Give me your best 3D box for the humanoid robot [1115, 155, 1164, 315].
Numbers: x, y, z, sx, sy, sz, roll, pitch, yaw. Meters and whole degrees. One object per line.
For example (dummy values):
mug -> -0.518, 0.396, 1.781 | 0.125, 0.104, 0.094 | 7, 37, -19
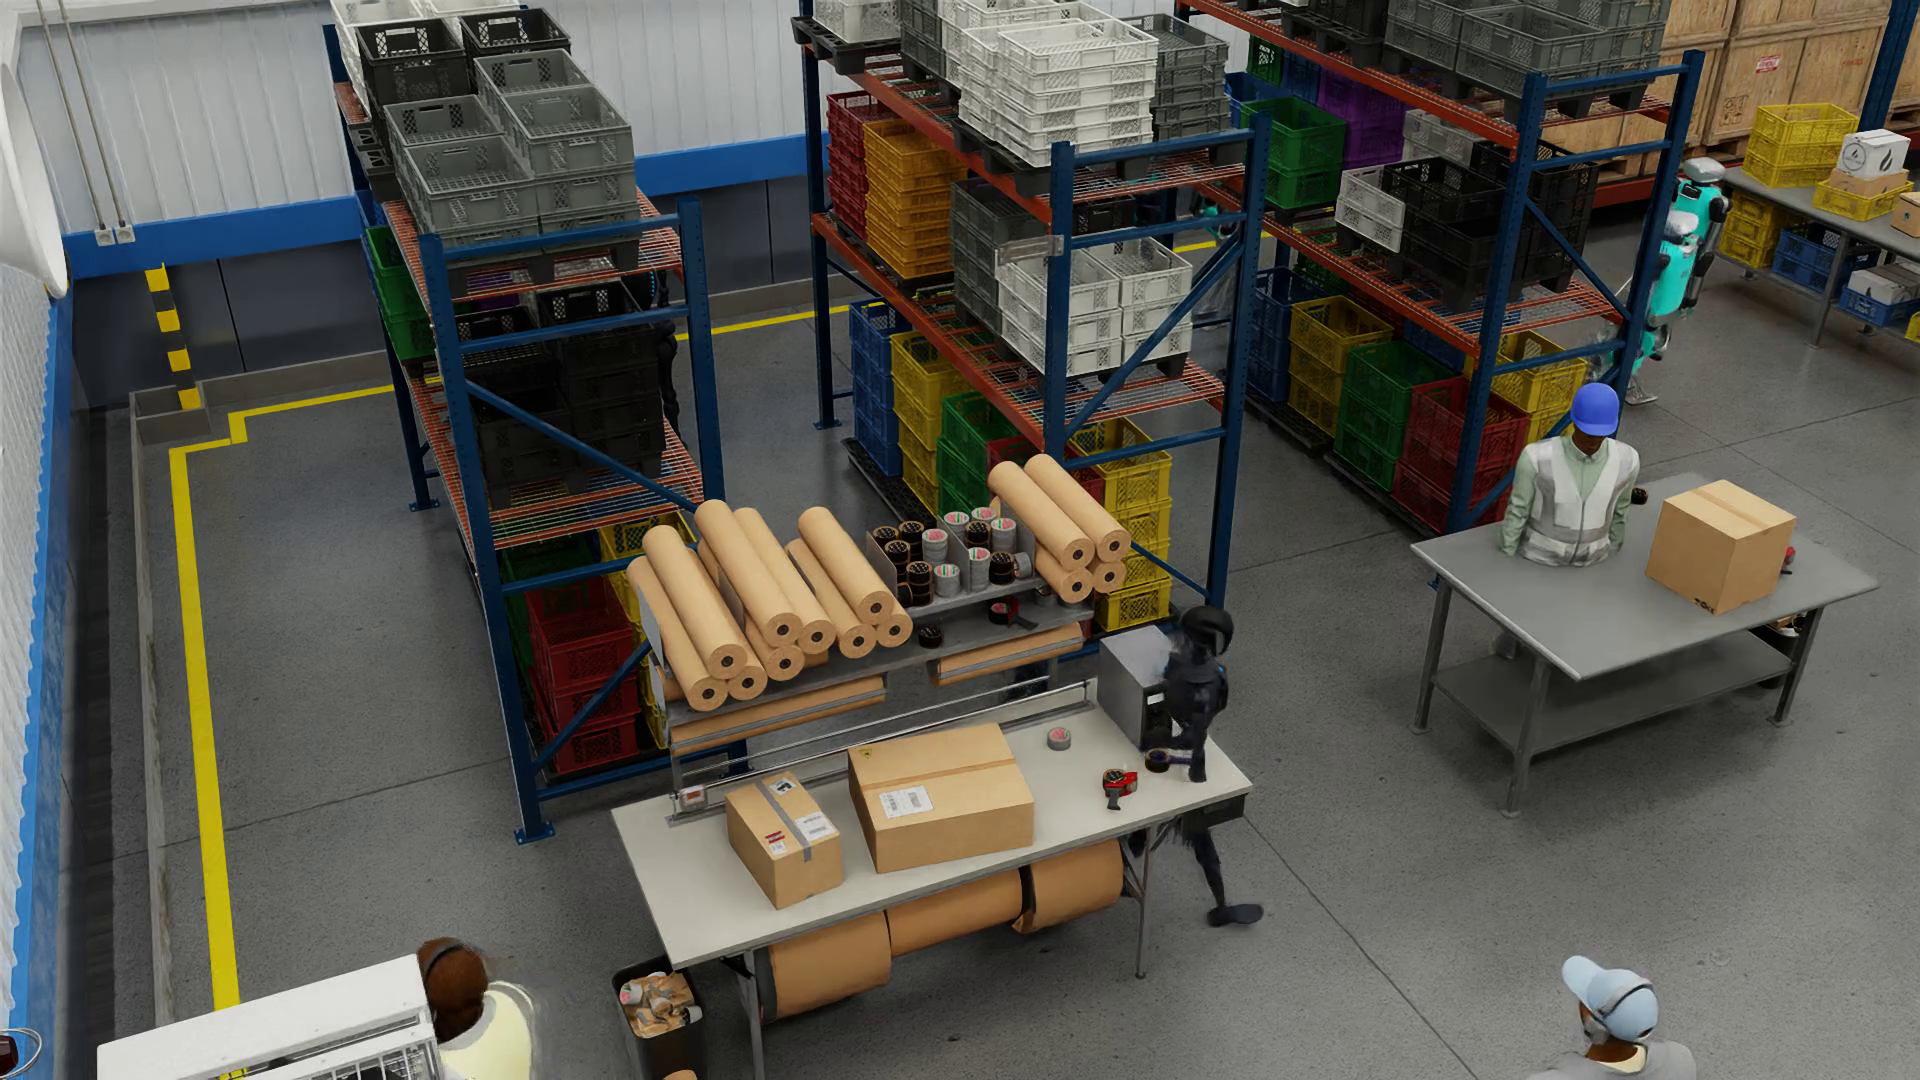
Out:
humanoid robot -> 1.380, -2.396, 12.517 | 0.331, 1.652, 0.602 | -14, 34, -22

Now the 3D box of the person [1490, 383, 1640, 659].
person -> 2.962, 0.094, 8.218 | 0.612, 1.945, 0.404 | 0, 32, 0

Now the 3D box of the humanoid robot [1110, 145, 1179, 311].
humanoid robot -> 1.450, -2.564, 12.697 | 0.543, 1.750, 0.734 | 12, 34, 19

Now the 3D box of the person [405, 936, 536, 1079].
person -> -1.522, 2.003, 5.258 | 0.827, 1.798, 0.628 | 2, 32, 4

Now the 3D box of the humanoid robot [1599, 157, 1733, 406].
humanoid robot -> 4.672, -1.727, 11.281 | 0.740, 1.691, 0.534 | -10, 33, -16

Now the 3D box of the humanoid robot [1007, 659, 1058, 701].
humanoid robot -> 0.410, 0.366, 8.046 | 0.609, 1.641, 0.583 | 11, 33, 18

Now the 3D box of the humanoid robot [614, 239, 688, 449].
humanoid robot -> -2.036, -1.279, 10.689 | 0.315, 1.657, 0.599 | 19, 36, 28

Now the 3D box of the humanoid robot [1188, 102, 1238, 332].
humanoid robot -> 2.053, -2.468, 12.524 | 0.676, 1.751, 0.548 | -14, 34, -21

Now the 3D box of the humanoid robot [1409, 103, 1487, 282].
humanoid robot -> 3.849, -2.607, 12.903 | 0.591, 1.623, 0.785 | -7, 32, -12

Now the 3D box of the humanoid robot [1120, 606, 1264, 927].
humanoid robot -> 0.973, 0.950, 7.125 | 0.751, 1.627, 0.612 | 0, 32, 0

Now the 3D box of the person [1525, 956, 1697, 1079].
person -> 1.894, 2.015, 5.188 | 0.591, 1.852, 0.369 | -10, 33, -16

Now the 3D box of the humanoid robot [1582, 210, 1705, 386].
humanoid robot -> 4.239, -1.298, 10.704 | 0.543, 1.808, 0.772 | -23, 39, -33
